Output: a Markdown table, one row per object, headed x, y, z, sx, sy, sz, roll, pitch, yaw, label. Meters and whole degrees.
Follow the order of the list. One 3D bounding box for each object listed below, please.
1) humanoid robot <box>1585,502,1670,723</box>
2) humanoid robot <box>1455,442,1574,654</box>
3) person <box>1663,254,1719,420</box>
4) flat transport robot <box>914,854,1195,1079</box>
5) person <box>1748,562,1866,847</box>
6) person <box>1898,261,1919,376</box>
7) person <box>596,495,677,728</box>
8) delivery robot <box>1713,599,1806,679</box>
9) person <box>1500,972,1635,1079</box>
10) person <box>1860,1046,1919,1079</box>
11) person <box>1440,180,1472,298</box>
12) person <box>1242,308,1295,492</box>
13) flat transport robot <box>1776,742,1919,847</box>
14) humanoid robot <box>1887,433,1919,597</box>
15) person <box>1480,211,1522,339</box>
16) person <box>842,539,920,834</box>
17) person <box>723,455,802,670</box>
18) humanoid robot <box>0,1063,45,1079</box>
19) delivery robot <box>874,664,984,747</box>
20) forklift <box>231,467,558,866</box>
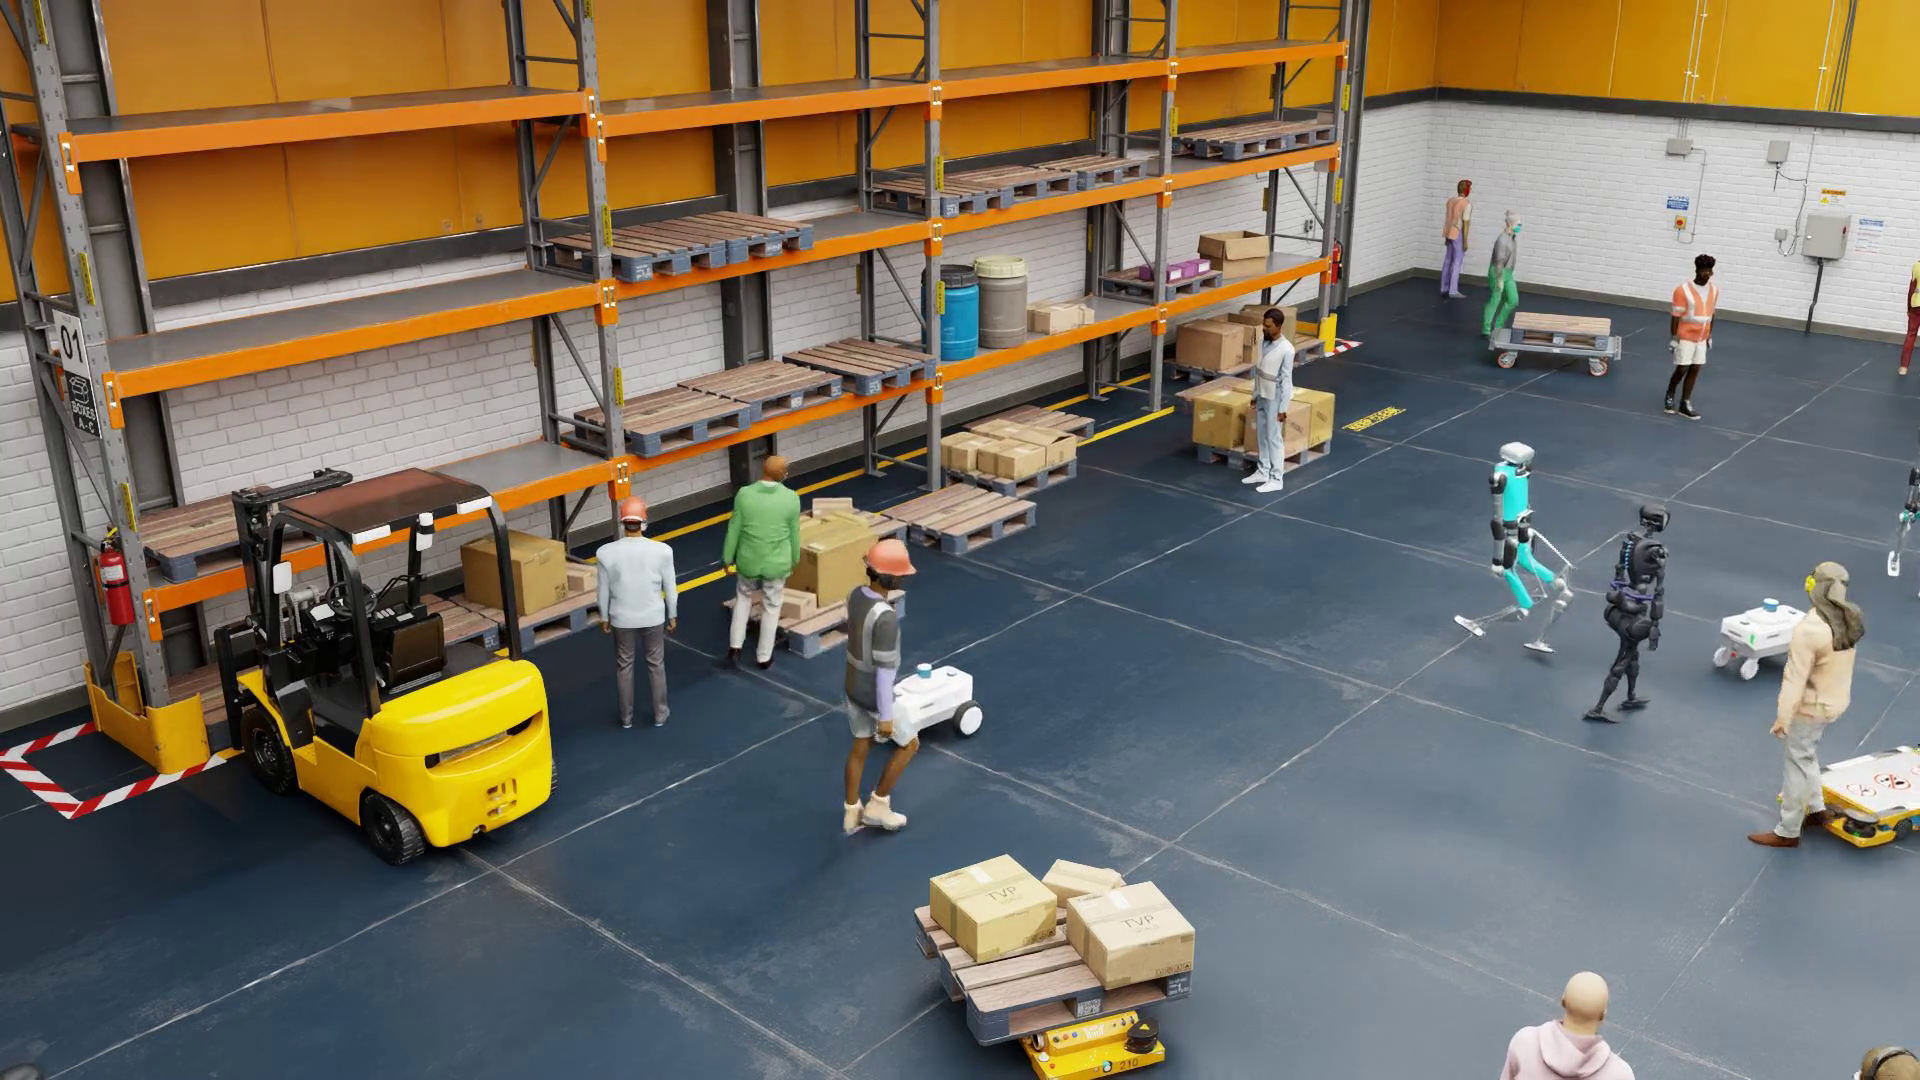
| x | y | z | sx | sy | sz | roll | pitch | yaw | label |
| --- | --- | --- | --- | --- | --- | --- | --- | --- | --- |
| 4.921 | 0.511 | 12.148 | 0.642 | 1.631 | 0.601 | -4 | 21 | -10 | humanoid robot |
| 4.491 | 0.115 | 13.125 | 1.017 | 1.733 | 0.567 | 18 | 27 | 41 | humanoid robot |
| 8.637 | -2.408 | 19.648 | 0.610 | 1.955 | 0.520 | -7 | 21 | -17 | person |
| 0.486 | 2.411 | 9.018 | 0.659 | 0.231 | 1.431 | -8 | 22 | -20 | flat transport robot |
| 5.364 | 1.034 | 10.452 | 0.671 | 1.863 | 0.382 | -14 | 25 | -34 | person |
| 12.476 | -2.988 | 21.484 | 0.470 | 1.768 | 0.378 | 13 | 24 | 31 | person |
| -2.325 | 0.521 | 12.010 | 0.572 | 1.742 | 0.352 | -4 | 21 | -10 | person |
| 6.357 | 0.753 | 13.095 | 0.771 | 0.592 | 0.499 | -9 | 22 | -23 | delivery robot |
| 2.349 | 2.505 | 6.589 | 0.538 | 1.776 | 0.409 | 13 | 24 | 31 | person |
| 3.239 | 2.676 | 5.952 | 0.664 | 1.911 | 0.436 | 3 | 20 | 7 | person |
| 7.772 | -4.715 | 26.067 | 0.386 | 1.836 | 0.563 | -6 | 21 | -16 | person |
| 3.210 | -1.445 | 17.105 | 0.389 | 1.911 | 0.592 | -7 | 21 | -17 | person |
| 6.203 | 1.677 | 11.008 | 1.431 | 0.231 | 0.659 | -9 | 22 | -22 | flat transport robot |
| 8.463 | -0.392 | 14.539 | 0.530 | 1.777 | 0.995 | 4 | 21 | 12 | humanoid robot |
| 7.633 | -3.715 | 23.341 | 0.510 | 1.817 | 0.536 | 18 | 27 | 39 | person |
| -0.529 | 0.939 | 10.489 | 0.556 | 2.013 | 0.751 | -10 | 23 | -25 | person |
| -1.526 | 0.169 | 12.964 | 0.622 | 1.749 | 0.410 | 1 | 20 | 2 | person |
| -3.371 | 2.670 | 6.295 | 0.597 | 1.651 | 0.351 | 3 | 20 | 8 | humanoid robot |
| -0.240 | 1.177 | 11.950 | 0.791 | 0.595 | 0.499 | -17 | 26 | -39 | delivery robot |
| -3.730 | 0.710 | 10.856 | 2.313 | 2.155 | 1.214 | 17 | 26 | 38 | forklift |
